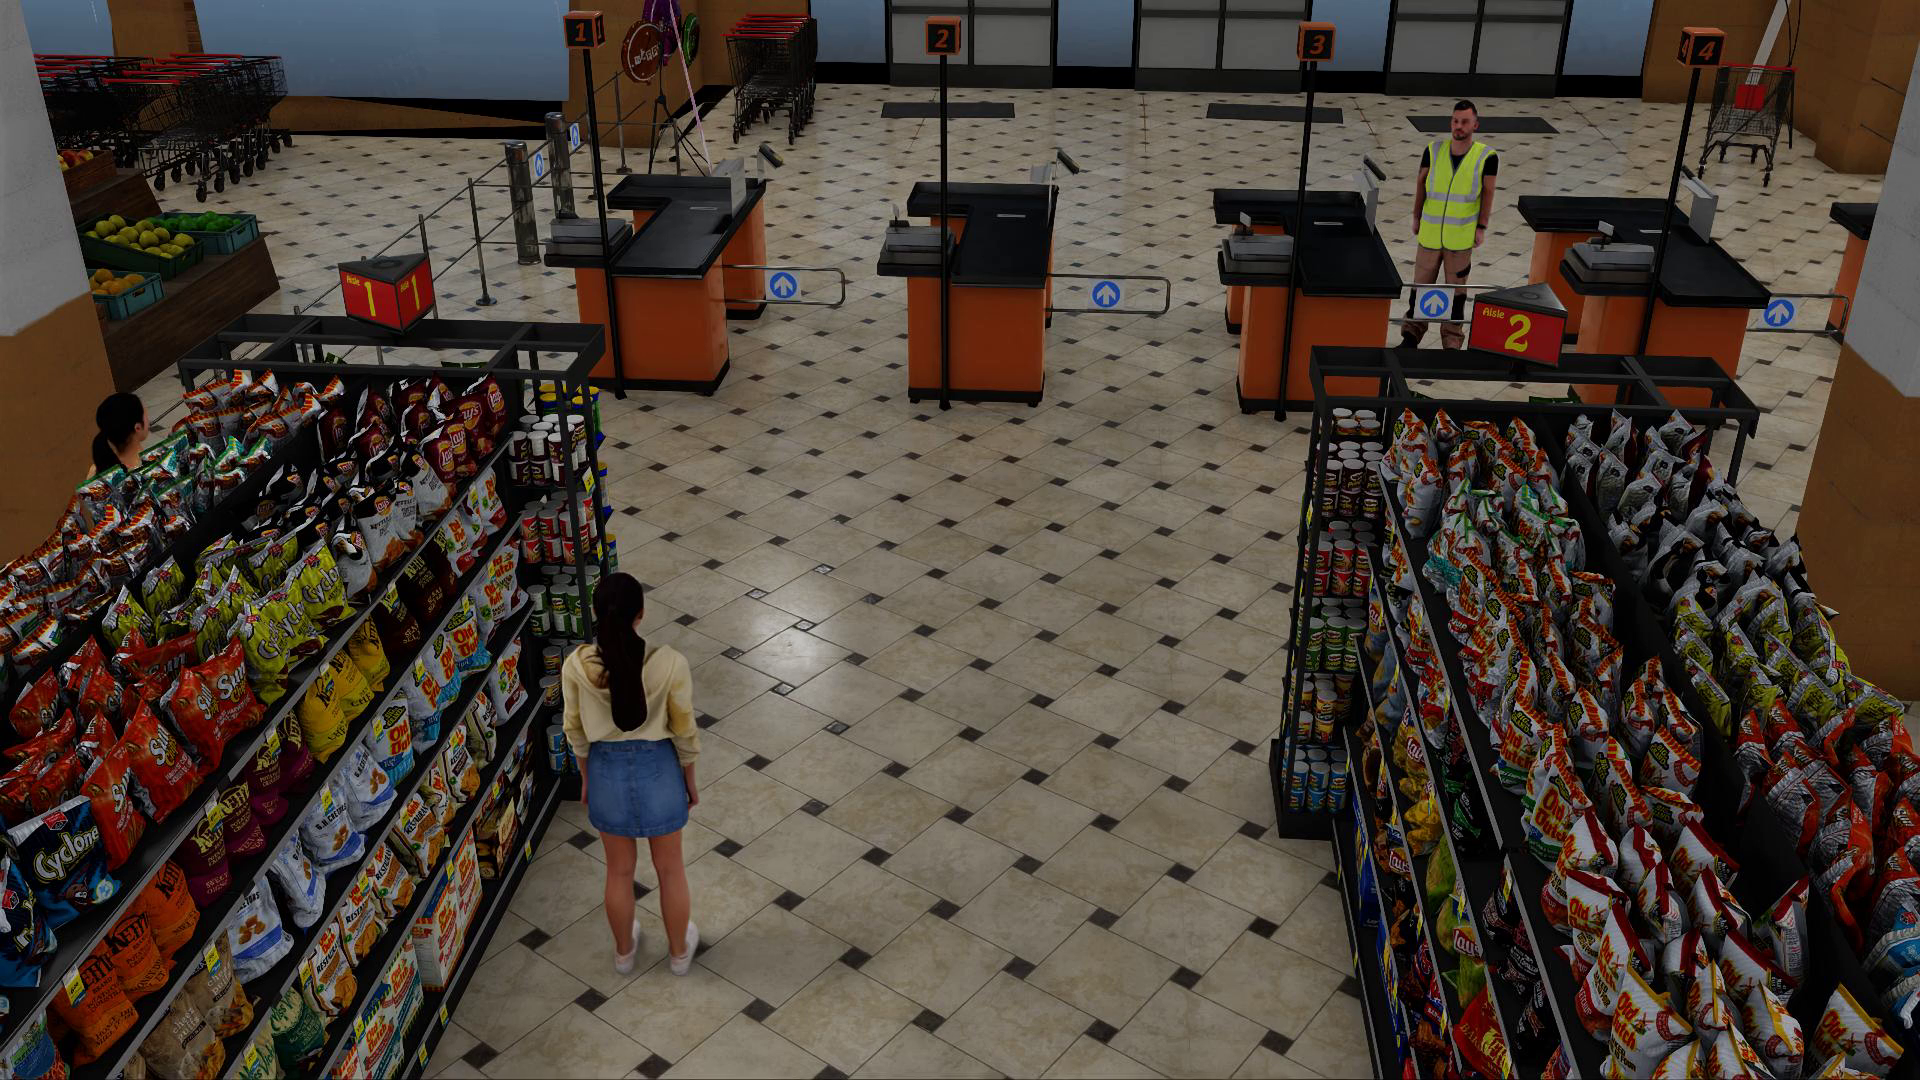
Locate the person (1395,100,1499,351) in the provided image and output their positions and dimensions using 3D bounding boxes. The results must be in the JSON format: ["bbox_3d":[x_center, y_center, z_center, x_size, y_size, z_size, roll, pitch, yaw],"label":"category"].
[{"bbox_3d":[3.441,-2.180,11.731,0.793,1.847,0.825,11,29,21],"label":"person"}]

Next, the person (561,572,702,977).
[{"bbox_3d":[-1.167,0.864,5.969,0.663,1.630,0.603,-3,27,-5],"label":"person"}]

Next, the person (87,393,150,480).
[{"bbox_3d":[-3.478,0.236,7.126,0.663,1.703,0.996,6,27,12],"label":"person"}]
